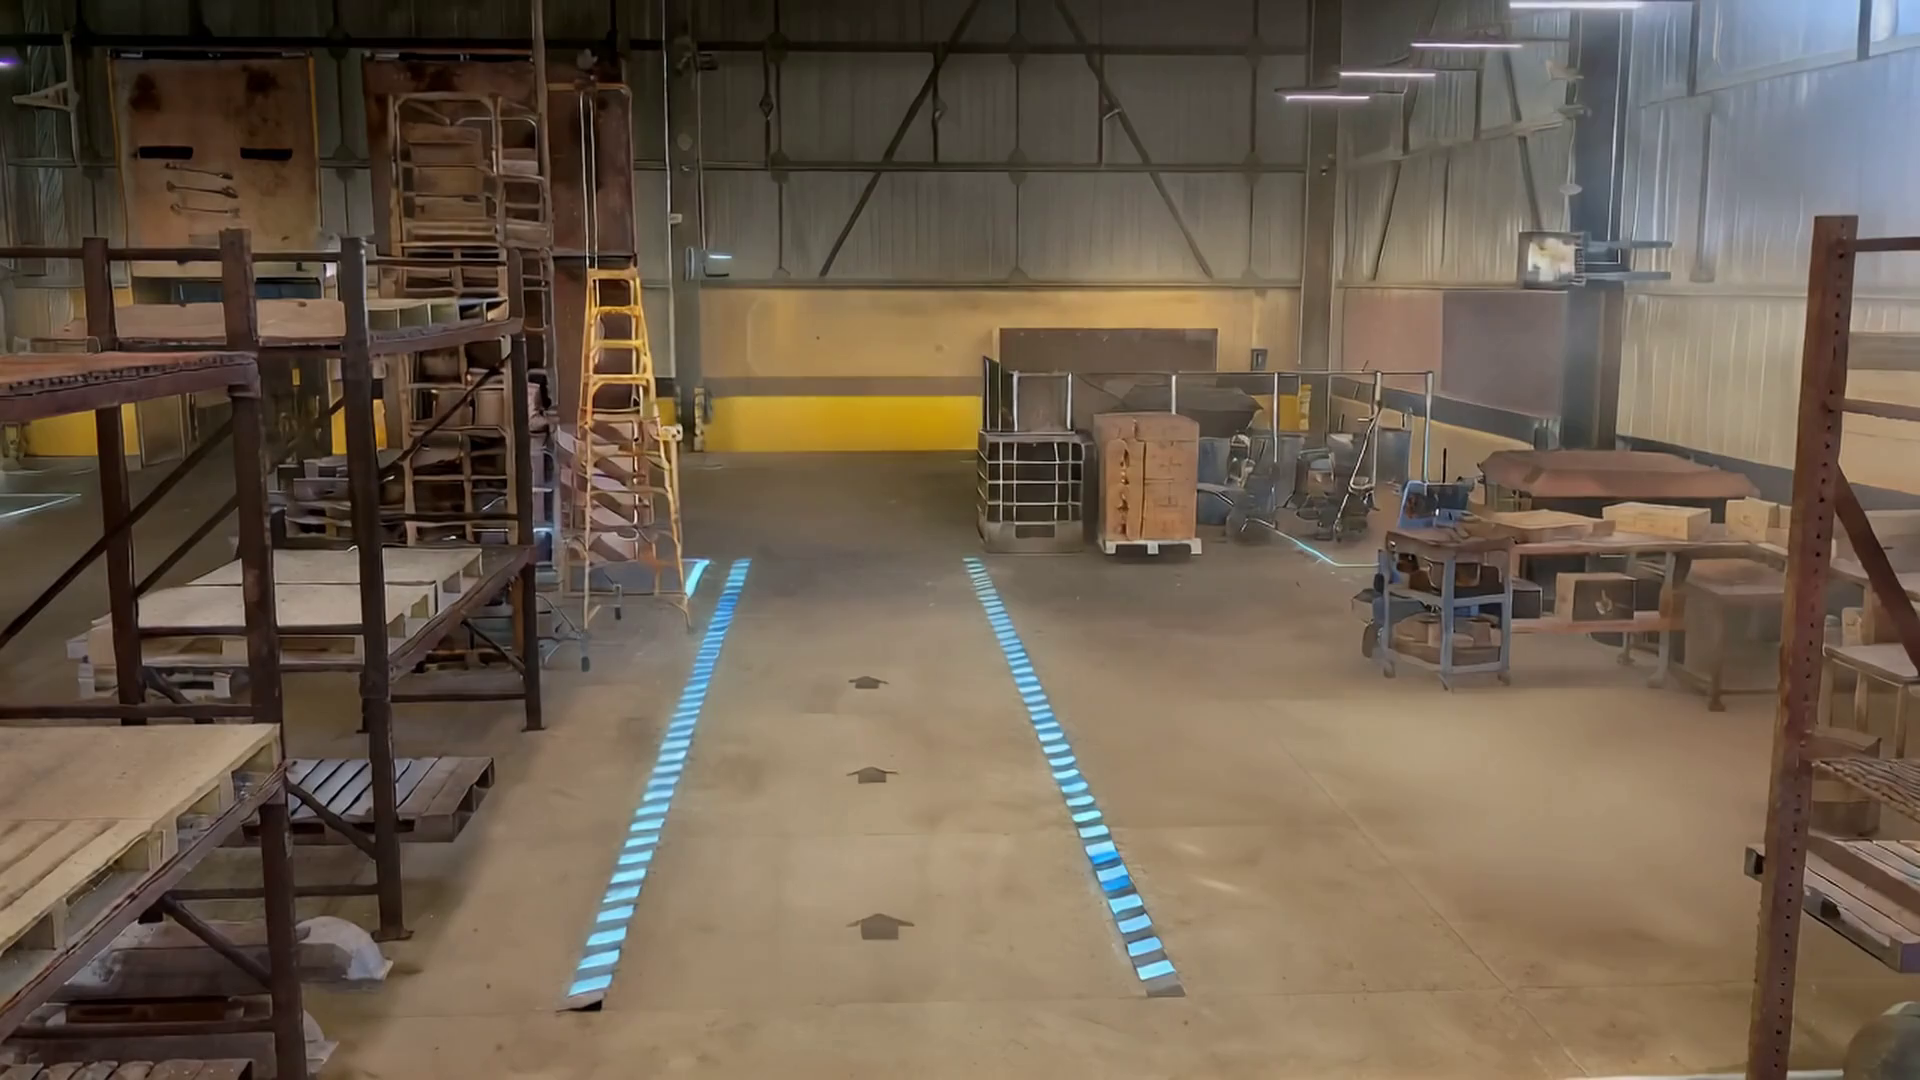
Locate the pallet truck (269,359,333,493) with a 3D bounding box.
[{"bbox_3d":[-7.062,-1.131,18.996,1.885,1.965,0.823,2,9,13],"label":"pallet truck"}]

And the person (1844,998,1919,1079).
[{"bbox_3d":[1.243,1.558,2.291,0.354,1.938,0.636,-4,10,-23],"label":"person"}]

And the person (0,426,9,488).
[{"bbox_3d":[-13.171,-1.658,22.529,0.389,1.930,0.544,-8,12,-41],"label":"person"}]
